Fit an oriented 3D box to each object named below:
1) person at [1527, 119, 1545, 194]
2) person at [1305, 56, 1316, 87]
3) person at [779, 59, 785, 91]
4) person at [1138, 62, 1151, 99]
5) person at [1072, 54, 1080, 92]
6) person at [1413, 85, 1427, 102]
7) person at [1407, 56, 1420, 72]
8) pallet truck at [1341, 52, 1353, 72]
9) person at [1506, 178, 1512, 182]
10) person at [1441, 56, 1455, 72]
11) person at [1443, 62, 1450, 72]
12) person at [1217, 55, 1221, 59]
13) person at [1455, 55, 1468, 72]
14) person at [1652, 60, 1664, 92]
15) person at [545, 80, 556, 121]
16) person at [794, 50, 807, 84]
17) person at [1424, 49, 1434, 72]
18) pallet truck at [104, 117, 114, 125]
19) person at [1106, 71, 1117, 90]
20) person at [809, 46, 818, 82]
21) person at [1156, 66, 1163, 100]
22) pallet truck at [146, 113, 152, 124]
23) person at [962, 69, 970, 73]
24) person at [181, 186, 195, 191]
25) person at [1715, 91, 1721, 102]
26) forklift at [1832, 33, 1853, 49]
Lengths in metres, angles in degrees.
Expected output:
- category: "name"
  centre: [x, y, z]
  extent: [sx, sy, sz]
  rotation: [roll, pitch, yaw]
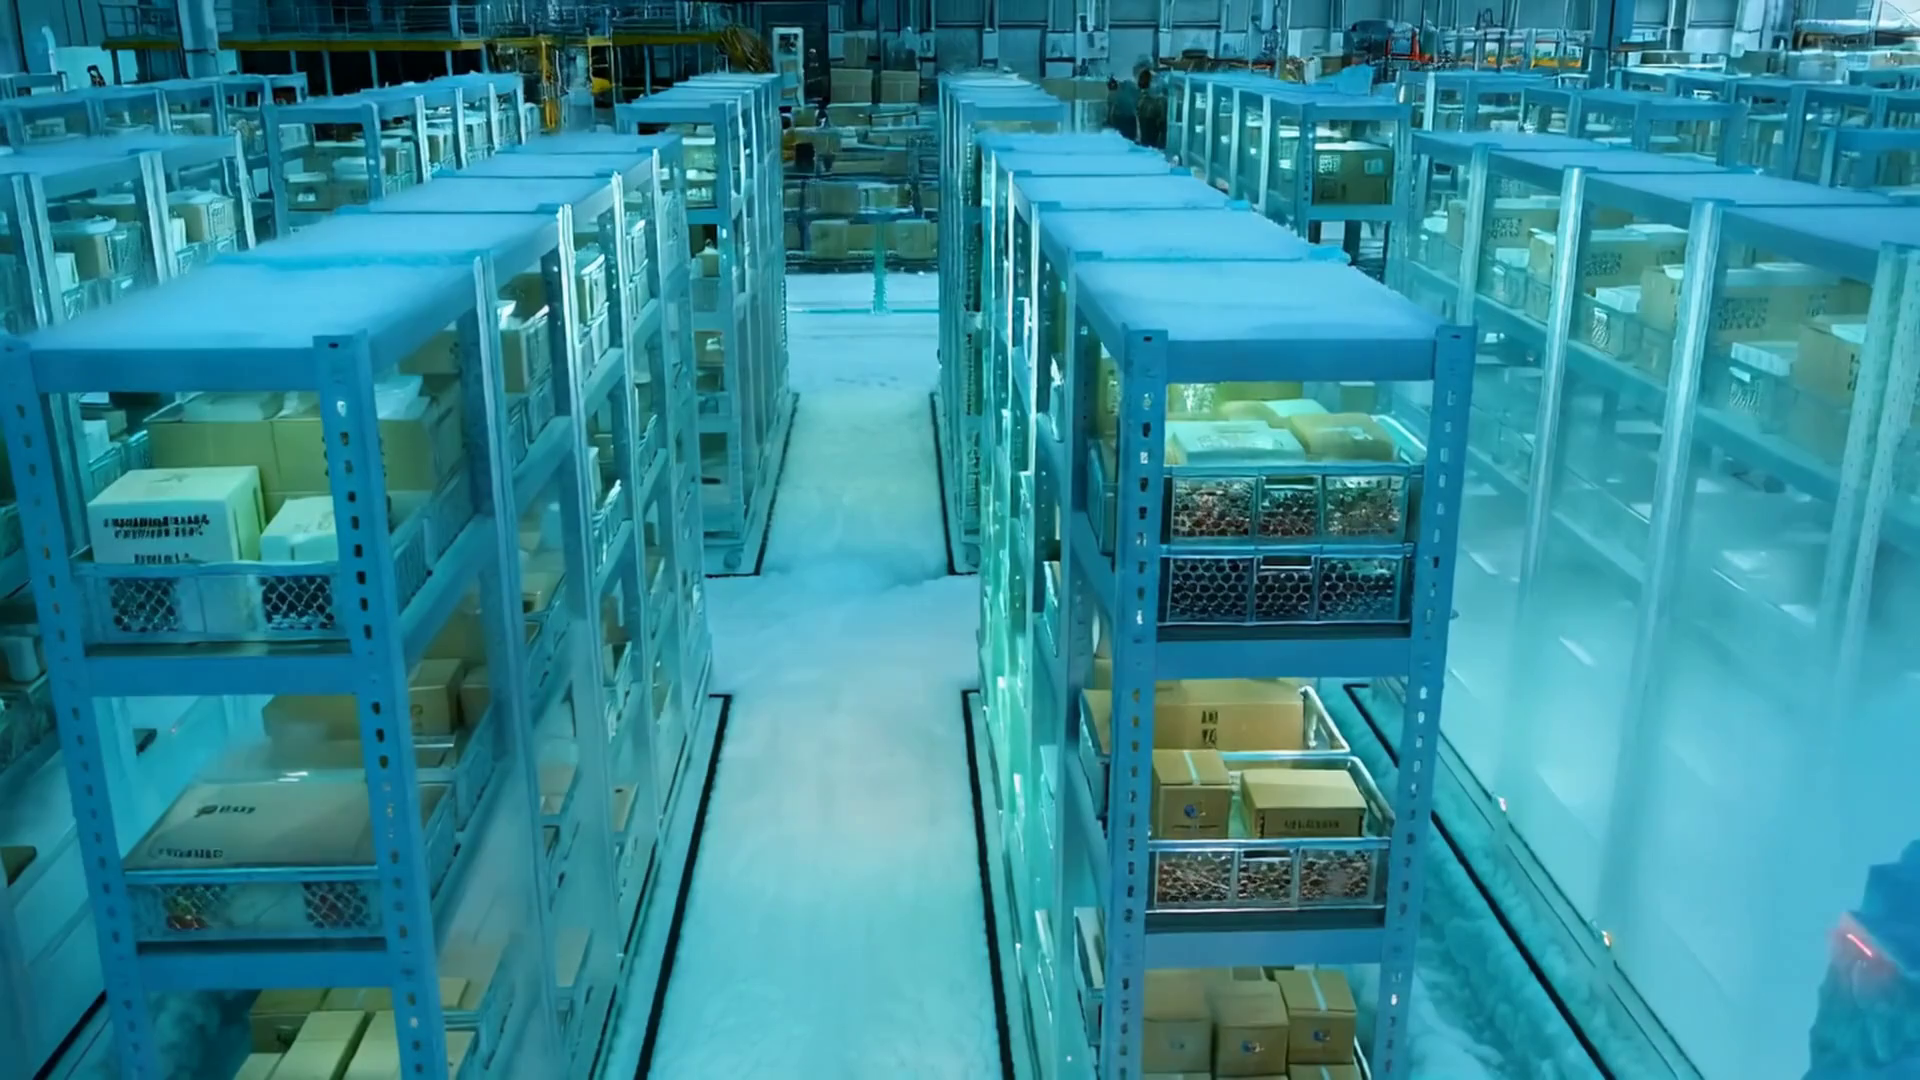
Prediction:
- category: "person"
  centre: [13.024, -8.620, 37.659]
  extent: [0.609, 1.806, 0.583]
  rotation: [-9, 20, -26]
- category: "person"
  centre: [16.546, -21.740, 78.118]
  extent: [0.985, 1.888, 0.655]
  rotation: [12, 21, 32]
- category: "person"
  centre: [-8.693, -22.744, 81.308]
  extent: [0.429, 1.842, 0.633]
  rotation: [-8, 19, -22]
- category: "person"
  centre: [7.468, -18.418, 67.692]
  extent: [0.398, 1.985, 0.609]
  rotation: [-14, 23, -37]
- category: "person"
  centre: [5.821, -23.443, 83.483]
  extent: [0.429, 1.837, 0.620]
  rotation: [2, 18, 6]
- category: "person"
  centre: [16.243, -15.568, 58.949]
  extent: [0.553, 1.935, 0.364]
  rotation: [-10, 21, -29]
- category: "person"
  centre: [21.480, -22.035, 79.045]
  extent: [1.025, 1.880, 0.657]
  rotation: [-11, 21, -32]
- category: "pallet truck"
  centre: [18.794, -23.123, 82.231]
  extent: [0.823, 1.965, 1.885]
  rotation: [-13, 22, -35]
- category: "person"
  centre: [12.024, -7.941, 35.759]
  extent: [0.541, 1.675, 0.675]
  rotation: [2, 18, 5]
- category: "person"
  centre: [23.339, -22.255, 79.803]
  extent: [0.714, 1.865, 0.910]
  rotation: [-1, 18, -2]
- category: "person"
  centre: [21.909, -20.686, 75.095]
  extent: [0.324, 1.743, 0.491]
  rotation: [7, 19, 21]
- category: "person"
  centre: [13.737, -24.723, 87.685]
  extent: [0.549, 1.676, 0.557]
  rotation: [6, 19, 18]
- category: "person"
  centre: [24.096, -22.378, 80.094]
  extent: [0.597, 1.896, 0.776]
  rotation: [10, 20, 28]
- category: "person"
  centre: [30.159, -19.738, 71.807]
  extent: [0.373, 1.966, 0.607]
  rotation: [-8, 20, -24]
- category: "person"
  centre: [-15.486, -16.707, 62.580]
  extent: [0.352, 1.878, 0.567]
  rotation: [13, 22, 34]
- category: "person"
  centre: [-8.758, -25.879, 90.940]
  extent: [0.951, 1.888, 0.545]
  rotation: [-11, 21, -31]
- category: "person"
  centre: [25.872, -26.154, 91.830]
  extent: [0.555, 1.855, 0.999]
  rotation: [1, 18, 2]
- category: "pallet truck"
  centre: [-18.367, -7.885, 35.078]
  extent: [1.885, 1.965, 0.823]
  rotation: [1, 18, 2]
- category: "person"
  centre: [5.693, -16.614, 62.293]
  extent: [0.329, 1.873, 0.516]
  rotation: [-16, 24, -41]
- category: "person"
  centre: [-8.258, -26.920, 94.072]
  extent: [0.405, 1.943, 0.599]
  rotation: [17, 24, 42]
- category: "person"
  centre: [8.315, -18.829, 69.315]
  extent: [0.331, 1.768, 0.526]
  rotation: [1, 18, 3]
- category: "pallet truck"
  centre: [-18.087, -8.309, 36.390]
  extent: [1.885, 1.965, 0.823]
  rotation: [-1, 18, -4]
- category: "person"
  centre: [0.211, -15.827, 59.579]
  extent: [0.380, 2.045, 0.605]
  rotation: [-7, 19, -22]
- category: "person"
  centre: [-12.530, -5.101, 26.743]
  extent: [0.403, 1.823, 0.586]
  rotation: [12, 22, 33]
- category: "person"
  centre: [26.386, -15.083, 57.598]
  extent: [0.532, 1.848, 0.510]
  rotation: [8, 20, 24]
- category: "forklift"
  centre: [46.103, -25.165, 87.138]
  extent: [1.129, 2.768, 1.873]
  rotation: [-6, 19, -17]
